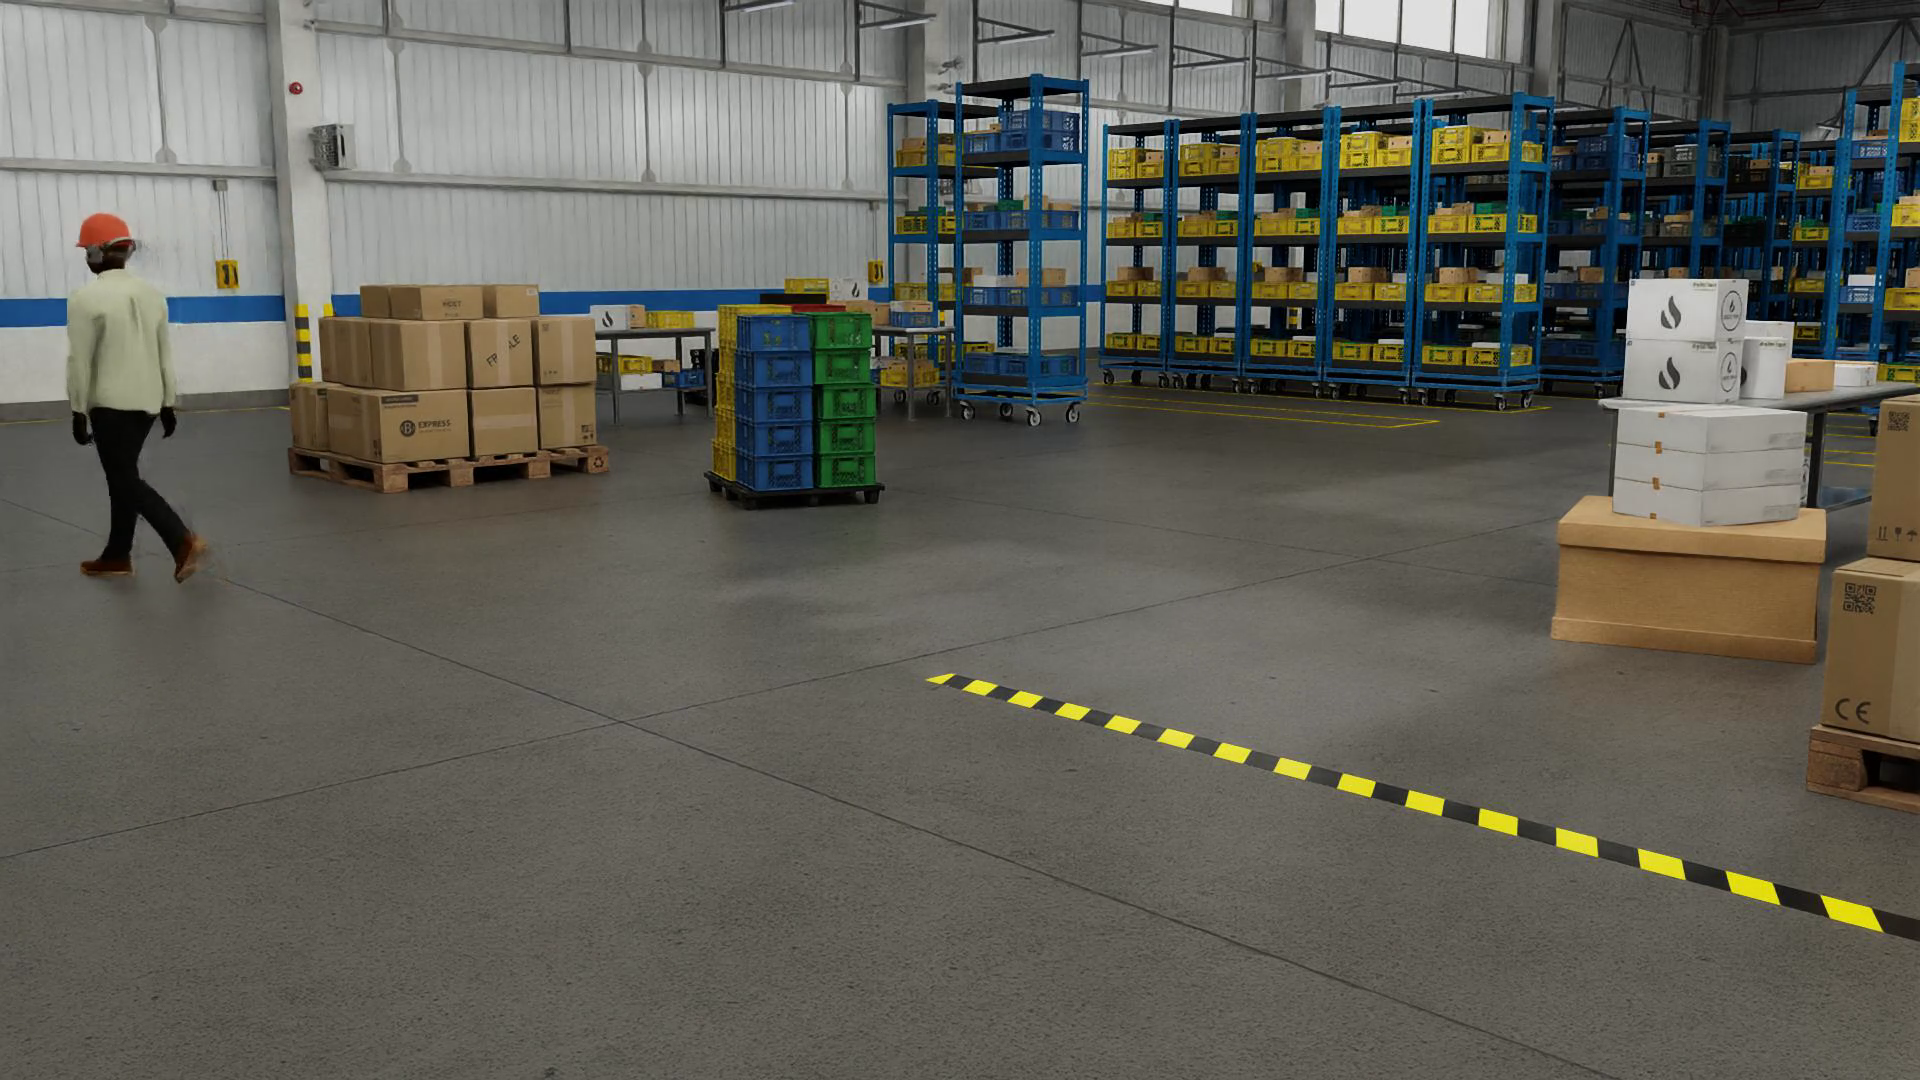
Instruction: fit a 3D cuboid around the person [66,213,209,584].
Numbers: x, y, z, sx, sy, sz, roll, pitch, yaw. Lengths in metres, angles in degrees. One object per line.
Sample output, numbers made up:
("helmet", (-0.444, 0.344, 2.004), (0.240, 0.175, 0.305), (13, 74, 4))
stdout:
("person", (-4.366, -0.736, 8.786), (0.902, 1.969, 0.617), (3, 10, 19))
